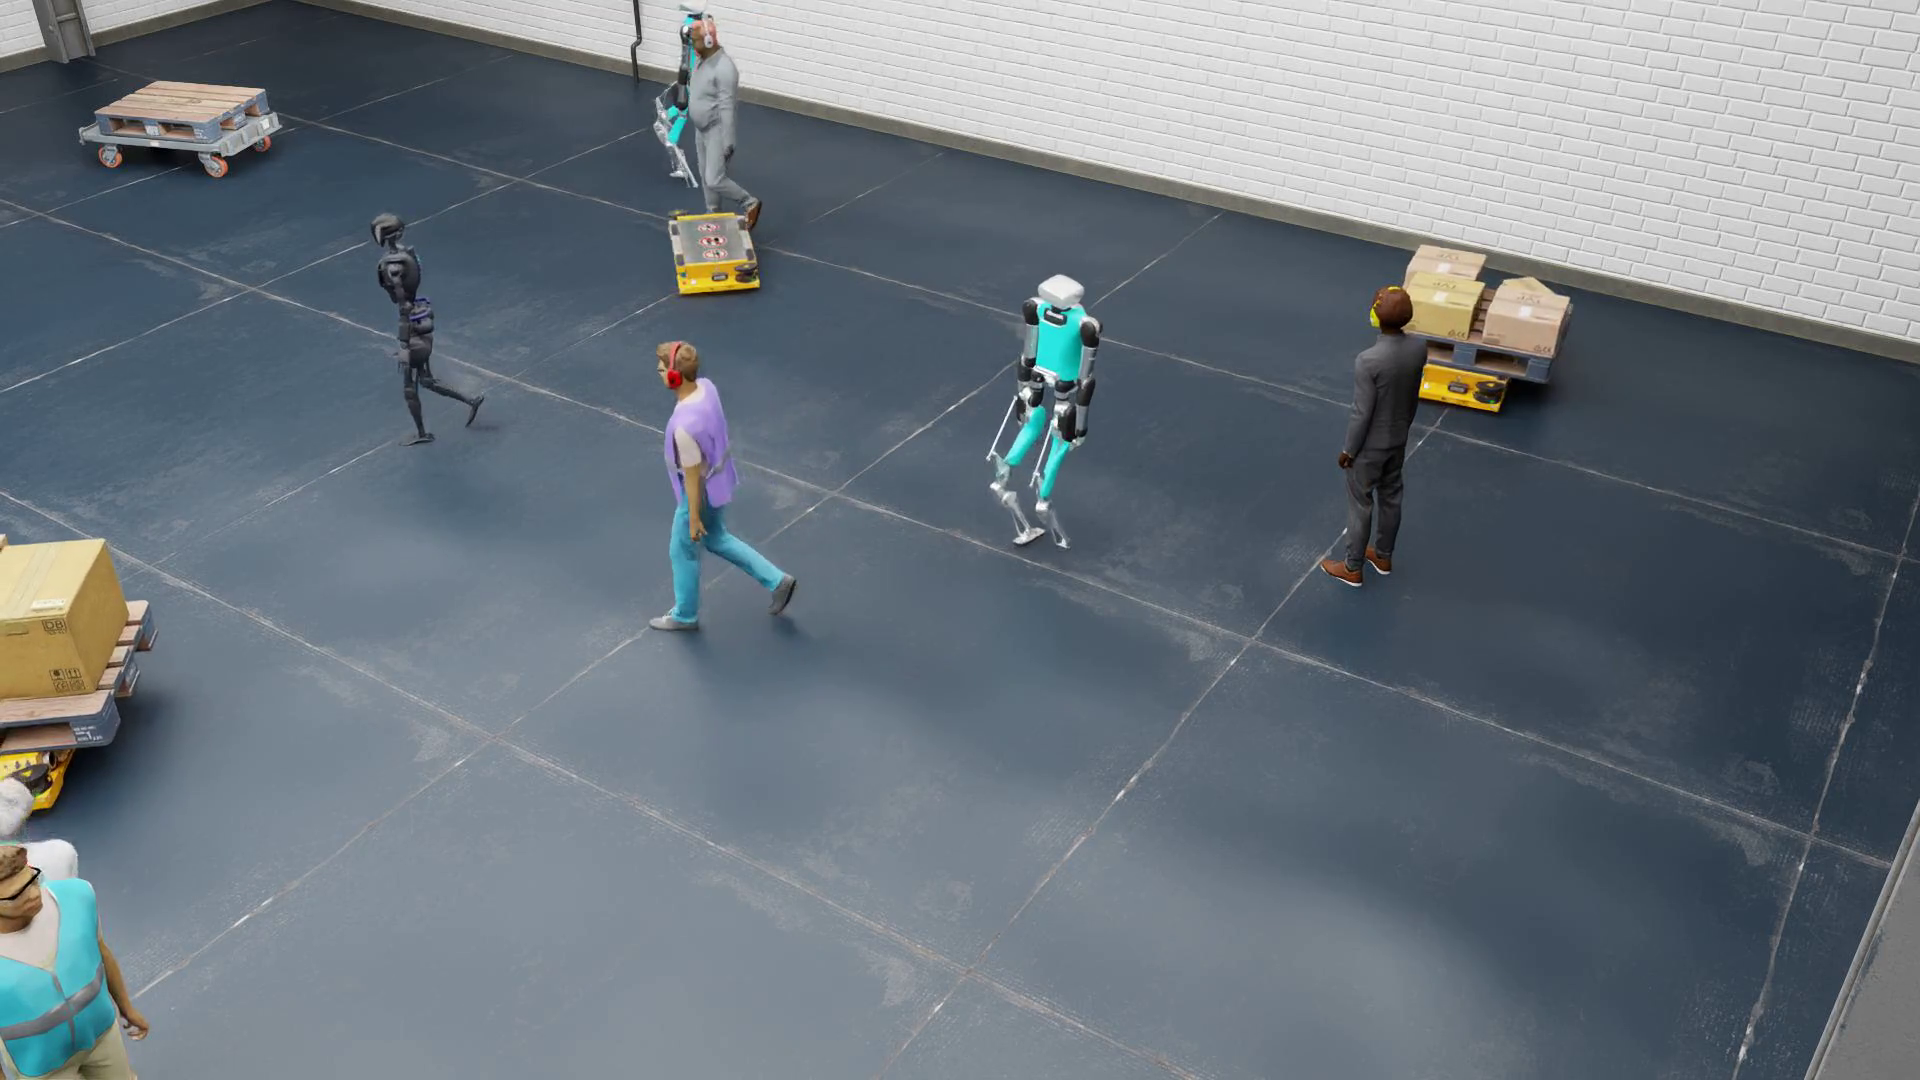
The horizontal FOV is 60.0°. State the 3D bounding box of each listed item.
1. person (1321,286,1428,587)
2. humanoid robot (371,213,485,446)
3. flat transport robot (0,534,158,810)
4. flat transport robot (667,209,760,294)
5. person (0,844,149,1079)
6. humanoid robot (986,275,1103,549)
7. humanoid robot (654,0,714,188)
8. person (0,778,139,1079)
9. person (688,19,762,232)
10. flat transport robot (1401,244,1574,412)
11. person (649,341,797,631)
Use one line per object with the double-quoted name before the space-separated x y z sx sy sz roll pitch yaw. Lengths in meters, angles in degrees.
"person" 2.431 -0.591 9.692 0.496 1.873 0.344 -17 36 -24
"humanoid robot" -3.602 -1.410 11.167 0.611 1.639 0.591 -8 34 -12
"flat transport robot" -4.973 0.924 8.818 0.659 0.231 1.431 -5 33 -7
"flat transport robot" -2.103 -2.462 14.087 0.659 0.231 1.431 -7 33 -10
"person" -3.222 1.809 5.980 0.390 1.850 0.565 17 36 24
"humanoid robot" 0.448 -0.659 9.932 0.557 1.805 0.671 24 40 32
"humanoid robot" -2.605 -4.080 15.280 0.742 1.802 0.532 8 34 13
"person" -3.489 1.674 6.320 0.410 1.704 0.524 6 33 9
"person" -2.083 -3.482 14.167 0.535 1.893 0.666 -18 37 -26
"flat transport robot" 3.827 -1.383 12.408 0.659 0.231 1.431 14 35 21
"person" -1.379 -0.264 9.243 0.786 1.815 0.563 3 33 4
